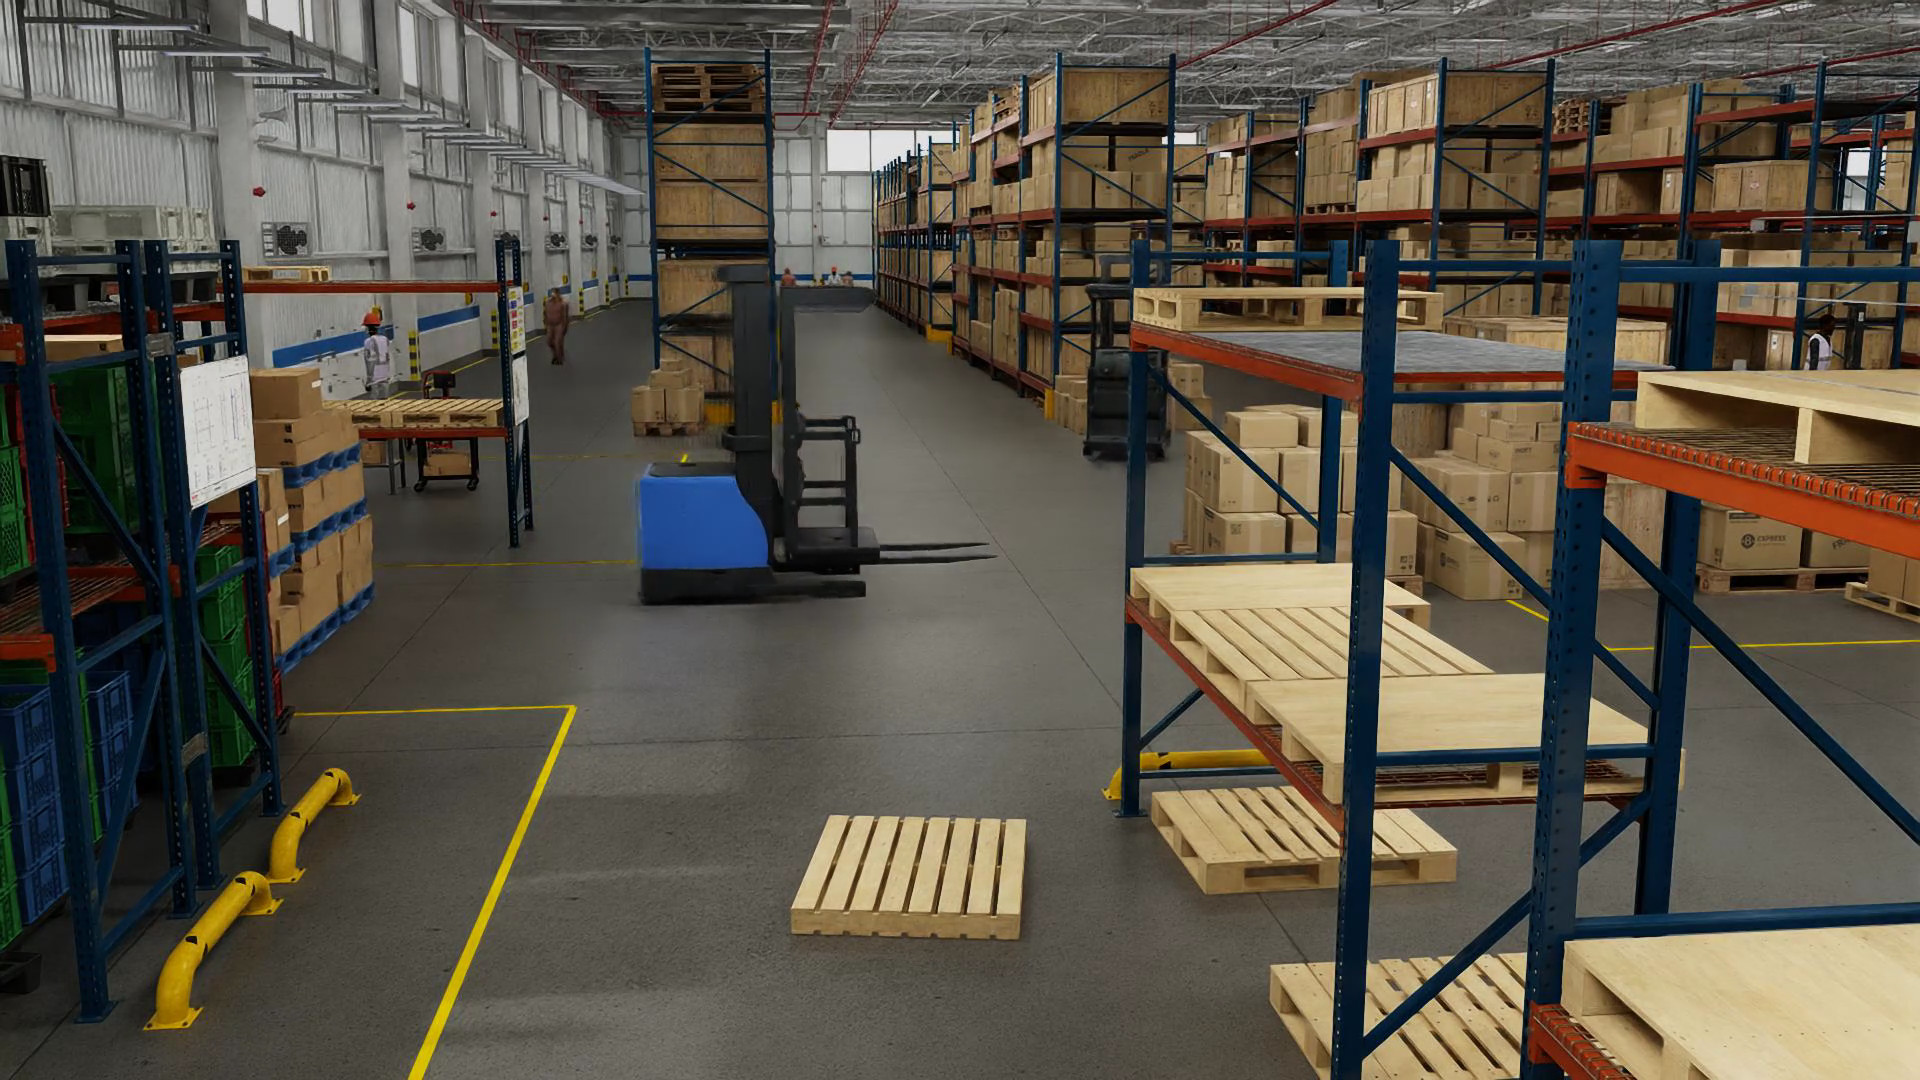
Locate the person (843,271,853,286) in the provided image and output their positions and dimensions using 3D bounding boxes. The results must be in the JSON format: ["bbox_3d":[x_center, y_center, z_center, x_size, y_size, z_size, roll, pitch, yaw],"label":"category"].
[{"bbox_3d":[-5.179,-11.648,77.053,0.530,1.591,0.875,3,11,18],"label":"person"}]

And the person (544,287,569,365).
[{"bbox_3d":[-9.839,-5.194,40.440,0.677,1.889,0.464,3,11,16],"label":"person"}]

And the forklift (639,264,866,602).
[{"bbox_3d":[-1.782,-0.949,14.194,1.873,2.768,1.129,-1,10,-6],"label":"forklift"}]

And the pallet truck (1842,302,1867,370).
[{"bbox_3d":[15.846,-3.142,28.793,1.885,1.965,0.823,2,10,12],"label":"pallet truck"}]

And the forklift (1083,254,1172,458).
[{"bbox_3d":[2.447,-2.667,23.713,1.129,2.768,1.873,2,10,12],"label":"forklift"}]

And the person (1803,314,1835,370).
[{"bbox_3d":[13.138,-2.499,25.480,0.397,1.911,0.587,10,14,44],"label":"person"}]

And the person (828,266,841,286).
[{"bbox_3d":[-5.320,-10.626,70.484,0.555,1.921,0.416,1,10,6],"label":"person"}]

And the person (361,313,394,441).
[{"bbox_3d":[-8.848,-2.460,25.177,0.375,1.935,0.551,2,10,12],"label":"person"}]

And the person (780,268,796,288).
[{"bbox_3d":[-7.214,-10.487,69.806,0.642,1.881,0.767,-1,10,-4],"label":"person"}]
